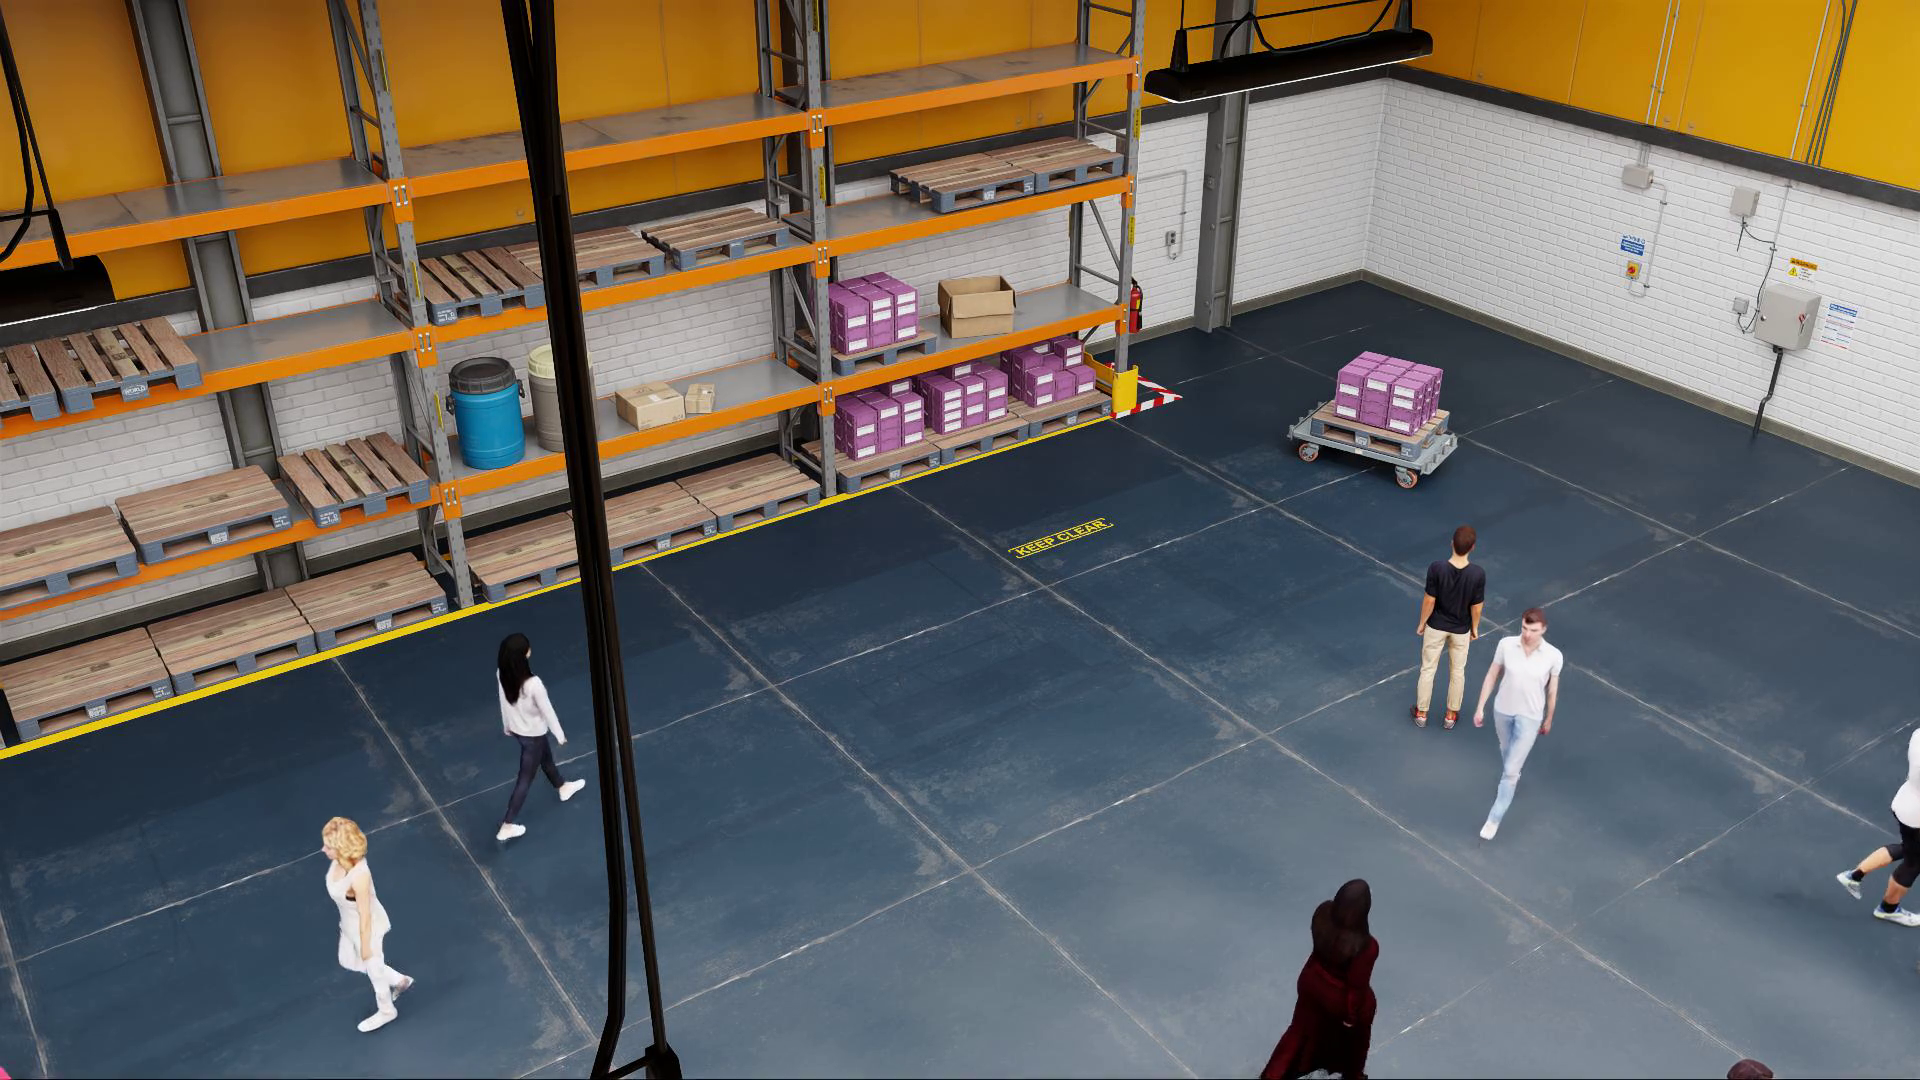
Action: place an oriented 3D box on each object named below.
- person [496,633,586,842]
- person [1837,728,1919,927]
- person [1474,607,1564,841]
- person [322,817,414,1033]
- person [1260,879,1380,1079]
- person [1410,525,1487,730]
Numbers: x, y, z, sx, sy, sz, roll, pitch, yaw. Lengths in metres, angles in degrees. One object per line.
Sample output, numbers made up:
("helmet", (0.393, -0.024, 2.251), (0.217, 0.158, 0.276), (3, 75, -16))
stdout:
("person", (-3.276, 1.483, 12.406), (0.880, 1.657, 1.212), (19, 34, 31))
("person", (6.525, 1.878, 11.497), (0.997, 1.835, 0.941), (6, 29, 11))
("person", (4.249, 1.289, 12.611), (0.961, 1.802, 1.300), (19, 34, 31))
("person", (-3.752, 2.429, 10.666), (0.616, 1.663, 0.605), (-18, 33, -30))
("person", (2.179, 2.758, 9.995), (1.030, 1.728, 0.669), (-18, 33, -30))
("person", (3.999, 0.717, 13.600), (0.692, 1.859, 0.753), (5, 29, 8))
